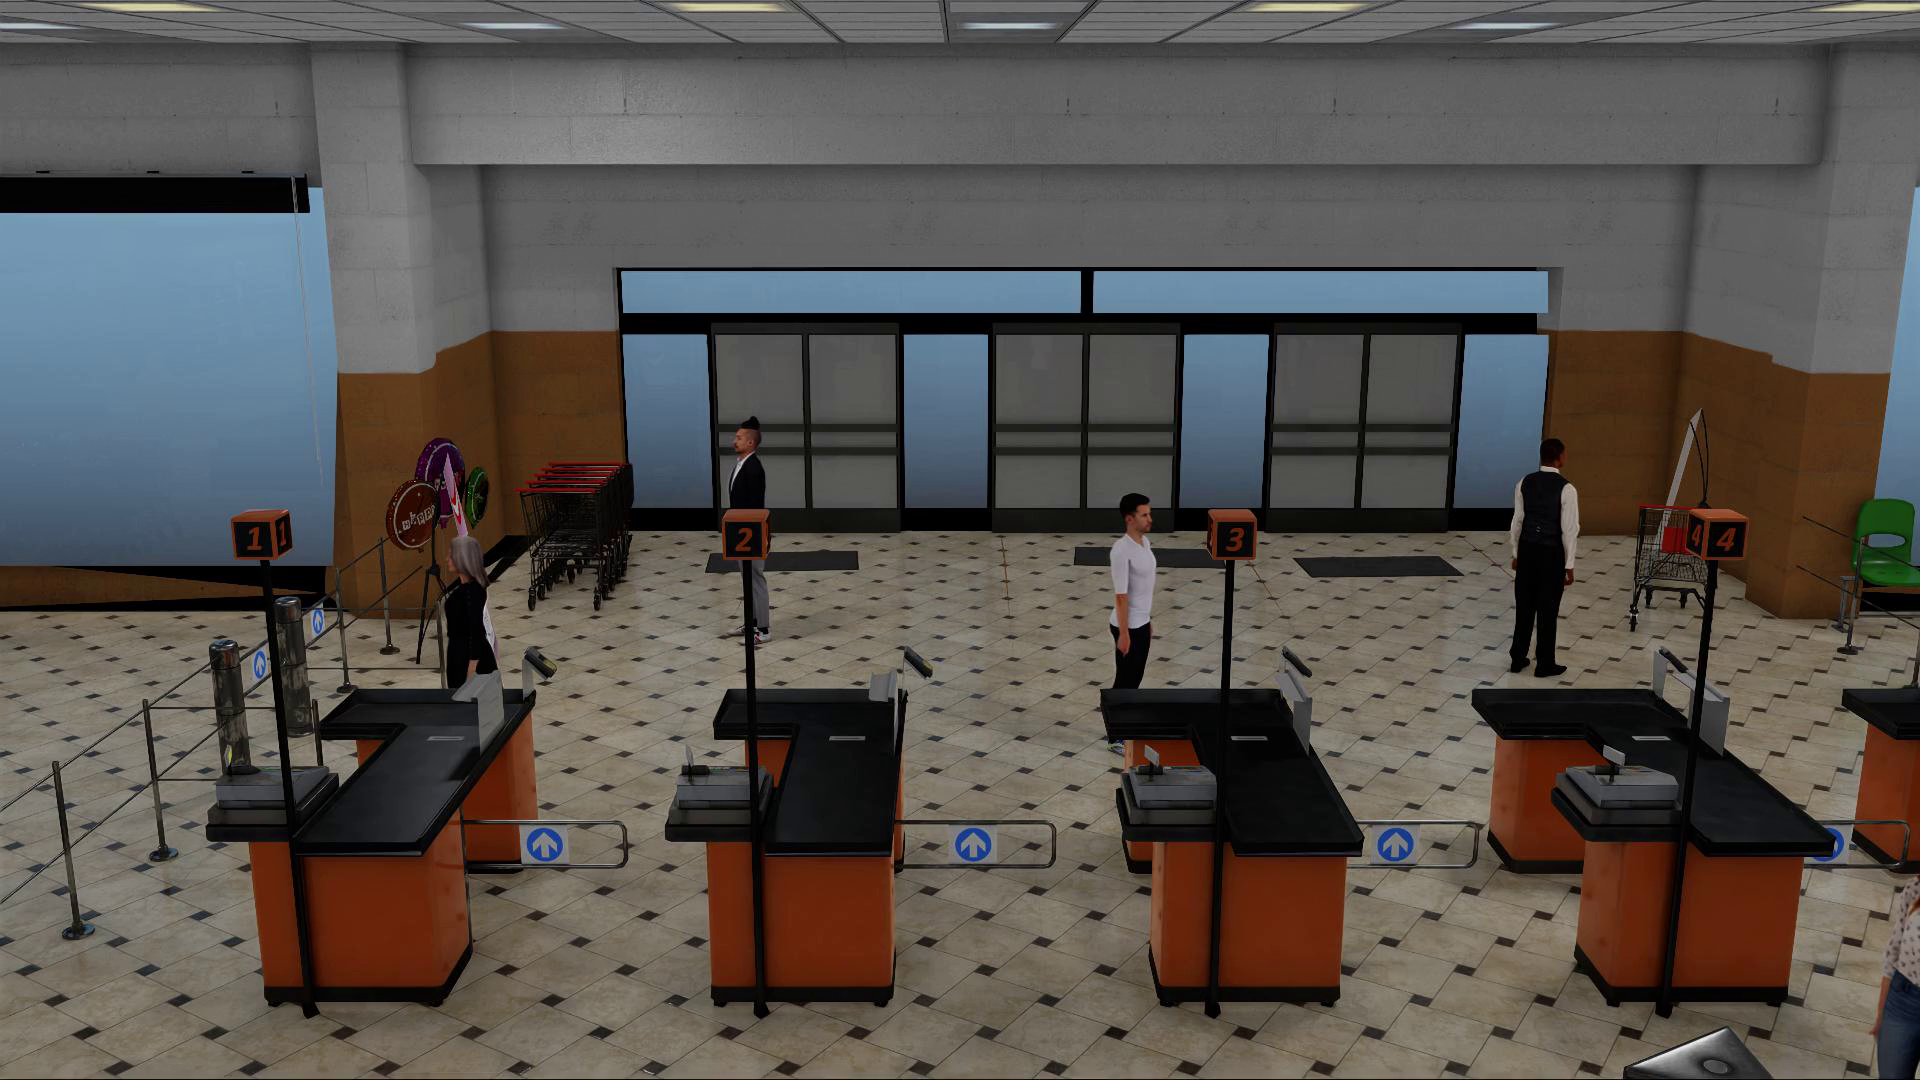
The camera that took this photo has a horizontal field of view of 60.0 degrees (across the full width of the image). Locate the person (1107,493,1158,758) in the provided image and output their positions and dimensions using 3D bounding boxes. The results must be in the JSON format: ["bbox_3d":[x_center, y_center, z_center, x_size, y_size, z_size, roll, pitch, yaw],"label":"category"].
[{"bbox_3d":[1.201,0.575,11.645,0.809,1.851,0.663,7,15,26],"label":"person"}]

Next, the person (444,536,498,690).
[{"bbox_3d":[-3.190,0.821,10.852,0.748,1.746,0.632,-6,15,-23],"label":"person"}]

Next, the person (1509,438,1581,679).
[{"bbox_3d":[4.662,0.132,13.331,0.832,1.918,0.766,-13,19,-42],"label":"person"}]

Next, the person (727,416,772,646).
[{"bbox_3d":[-1.783,-0.091,14.181,0.846,1.950,0.692,-6,15,-23],"label":"person"}]
